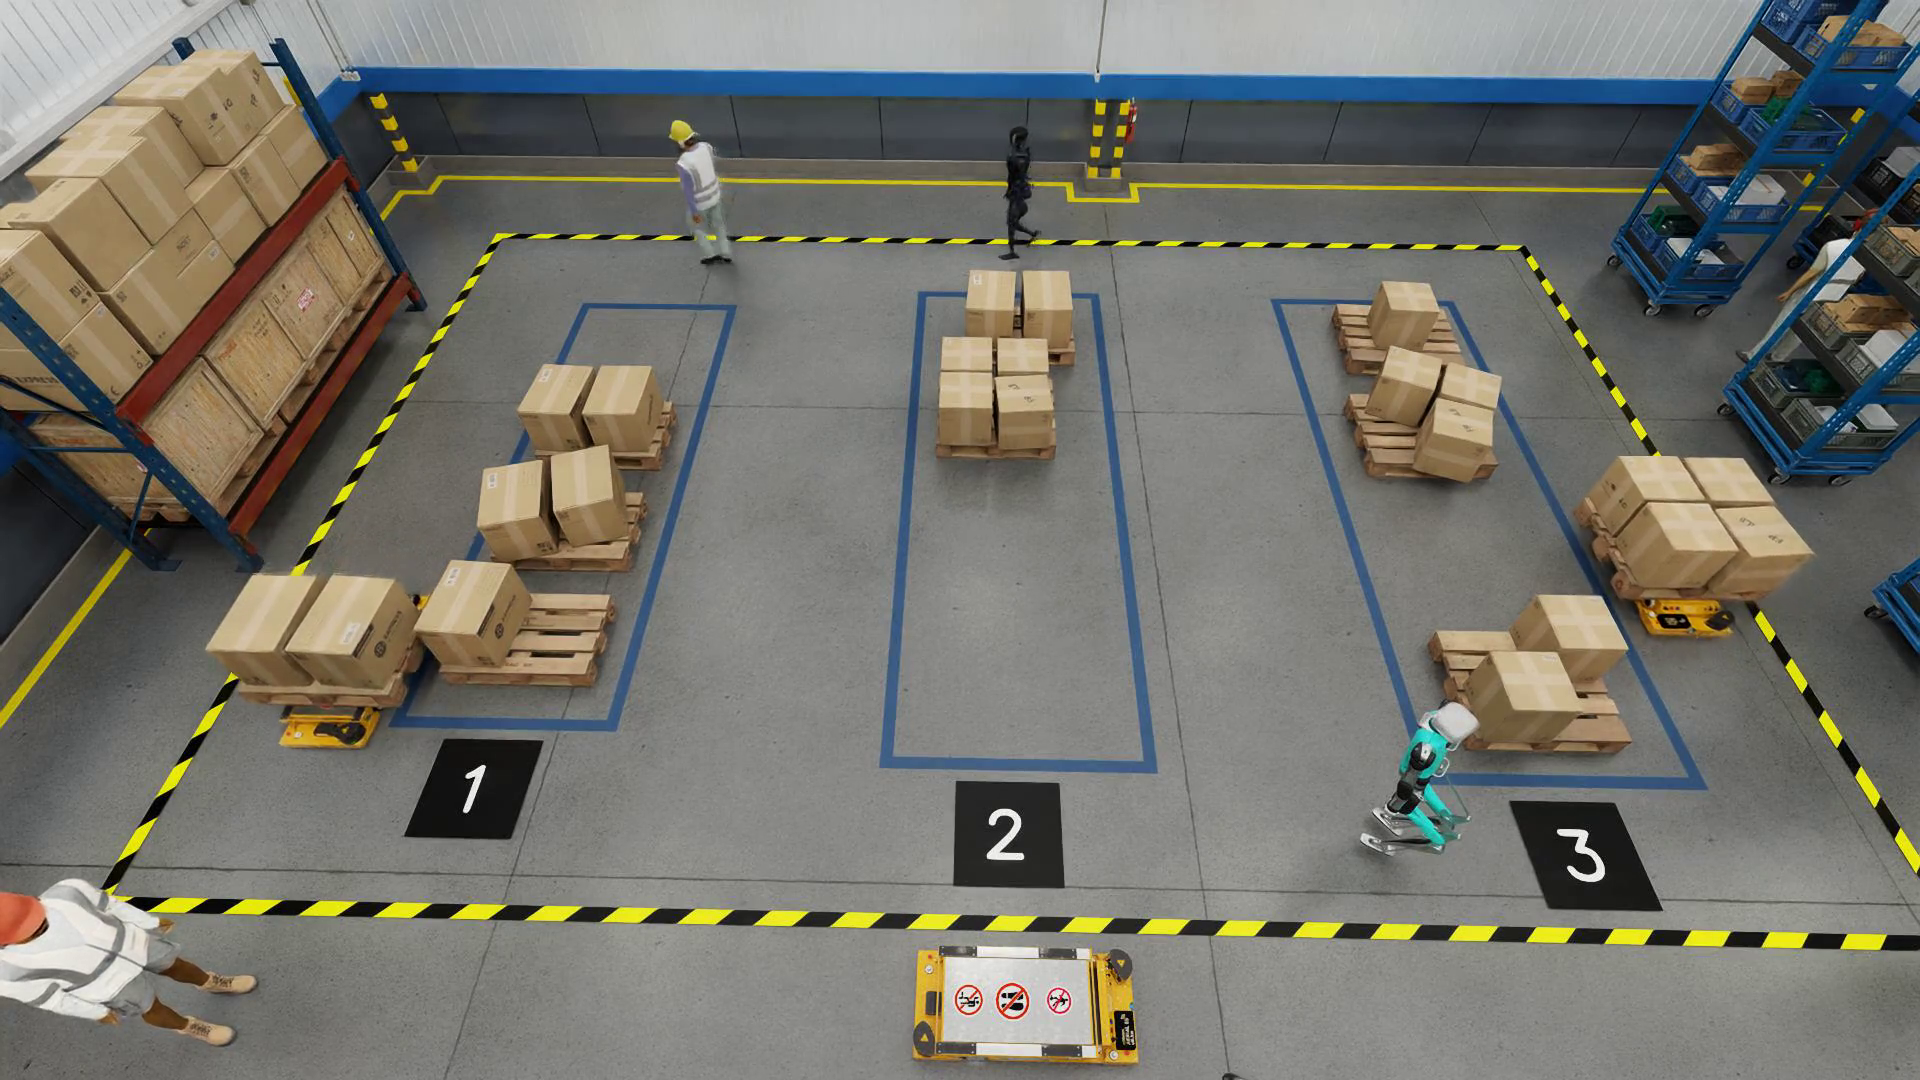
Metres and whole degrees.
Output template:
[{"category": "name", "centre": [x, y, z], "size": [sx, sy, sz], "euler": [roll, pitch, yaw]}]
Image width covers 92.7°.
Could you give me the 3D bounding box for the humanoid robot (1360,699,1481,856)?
[{"category": "humanoid robot", "centre": [3.164, 1.699, 6.070], "size": [0.735, 1.673, 0.533], "euler": [34, 58, 24]}]

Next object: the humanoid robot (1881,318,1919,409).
[{"category": "humanoid robot", "centre": [9.744, -2.041, 9.272], "size": [0.593, 1.613, 0.747], "euler": [6, 51, 5]}]

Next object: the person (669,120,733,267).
[{"category": "person", "centre": [-3.056, -4.036, 10.780], "size": [0.478, 1.812, 0.609], "euler": [24, 55, 18]}]

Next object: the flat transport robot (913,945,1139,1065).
[{"category": "flat transport robot", "centre": [0.422, 3.041, 6.007], "size": [1.431, 0.231, 0.659], "euler": [1, 51, 1]}]

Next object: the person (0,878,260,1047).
[{"category": "person", "centre": [-4.877, 2.464, 5.334], "size": [0.394, 2.043, 0.607], "euler": [2, 51, 2]}]

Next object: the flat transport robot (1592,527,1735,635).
[{"category": "flat transport robot", "centre": [6.305, 0.211, 8.296], "size": [0.652, 0.197, 1.431], "euler": [1, 51, 1]}]

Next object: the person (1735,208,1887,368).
[{"category": "person", "centre": [8.928, -2.563, 9.562], "size": [0.564, 1.837, 0.389], "euler": [4, 51, 3]}]

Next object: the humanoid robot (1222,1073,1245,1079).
[{"category": "humanoid robot", "centre": [1.490, 3.341, 4.819], "size": [0.992, 1.738, 0.562], "euler": [19, 53, 15]}]

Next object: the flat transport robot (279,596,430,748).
[{"category": "flat transport robot", "centre": [-5.019, 1.035, 7.624], "size": [0.652, 0.197, 1.431], "euler": [1, 51, 1]}]

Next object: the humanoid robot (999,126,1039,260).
[{"category": "humanoid robot", "centre": [0.739, -4.111, 10.933], "size": [0.477, 1.646, 0.591], "euler": [-8, 51, -6]}]
